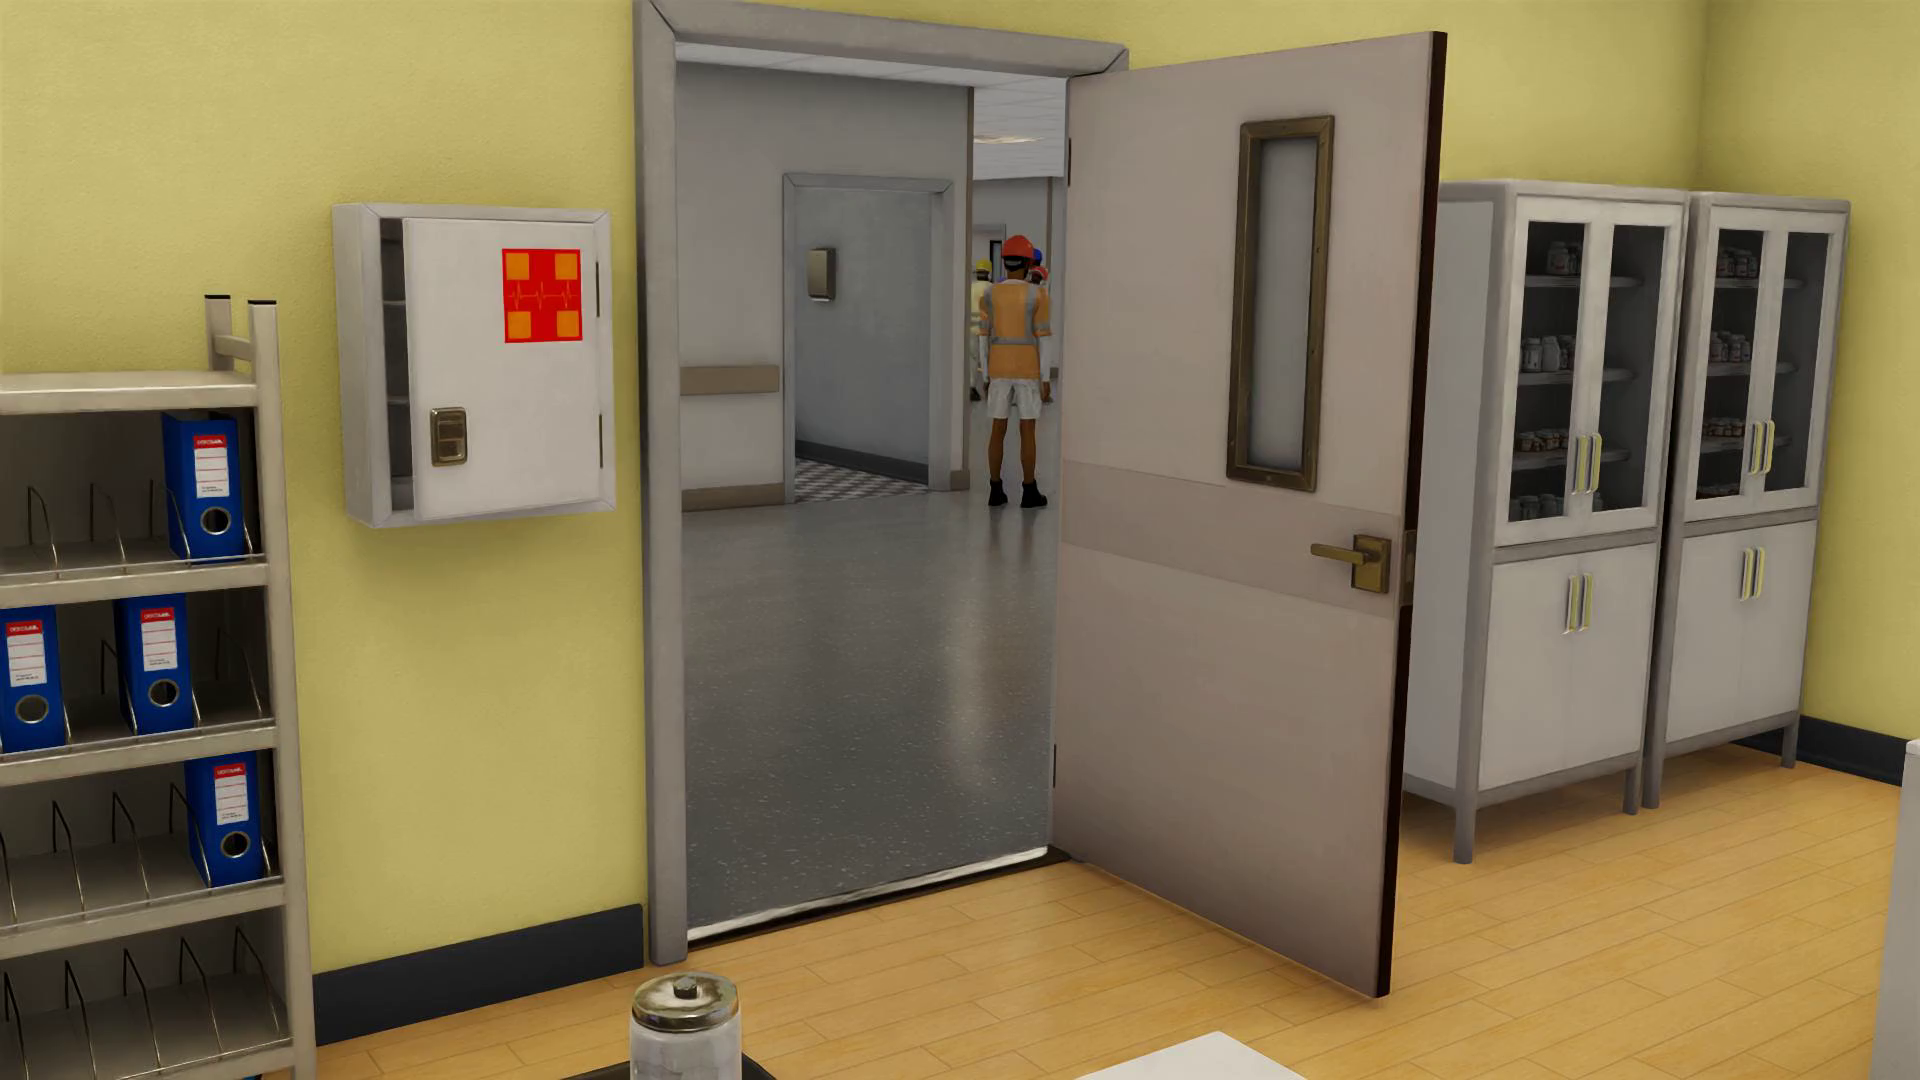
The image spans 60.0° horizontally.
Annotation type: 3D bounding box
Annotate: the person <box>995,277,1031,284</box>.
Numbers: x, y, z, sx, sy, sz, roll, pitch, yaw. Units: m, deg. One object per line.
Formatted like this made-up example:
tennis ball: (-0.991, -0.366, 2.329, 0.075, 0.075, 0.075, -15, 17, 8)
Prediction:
person: (0.701, -2.673, 21.020, 0.567, 1.835, 0.402, 1, 10, -1)

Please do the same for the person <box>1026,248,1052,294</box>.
person: (1.102, -3.304, 24.473, 0.406, 1.946, 0.608, 8, 12, 37)

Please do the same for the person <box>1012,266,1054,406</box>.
person: (0.889, -2.468, 20.223, 0.647, 1.699, 0.352, -8, 13, -44)

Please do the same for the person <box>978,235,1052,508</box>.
person: (0.398, -1.193, 11.847, 0.544, 1.935, 0.361, 4, 10, 21)
